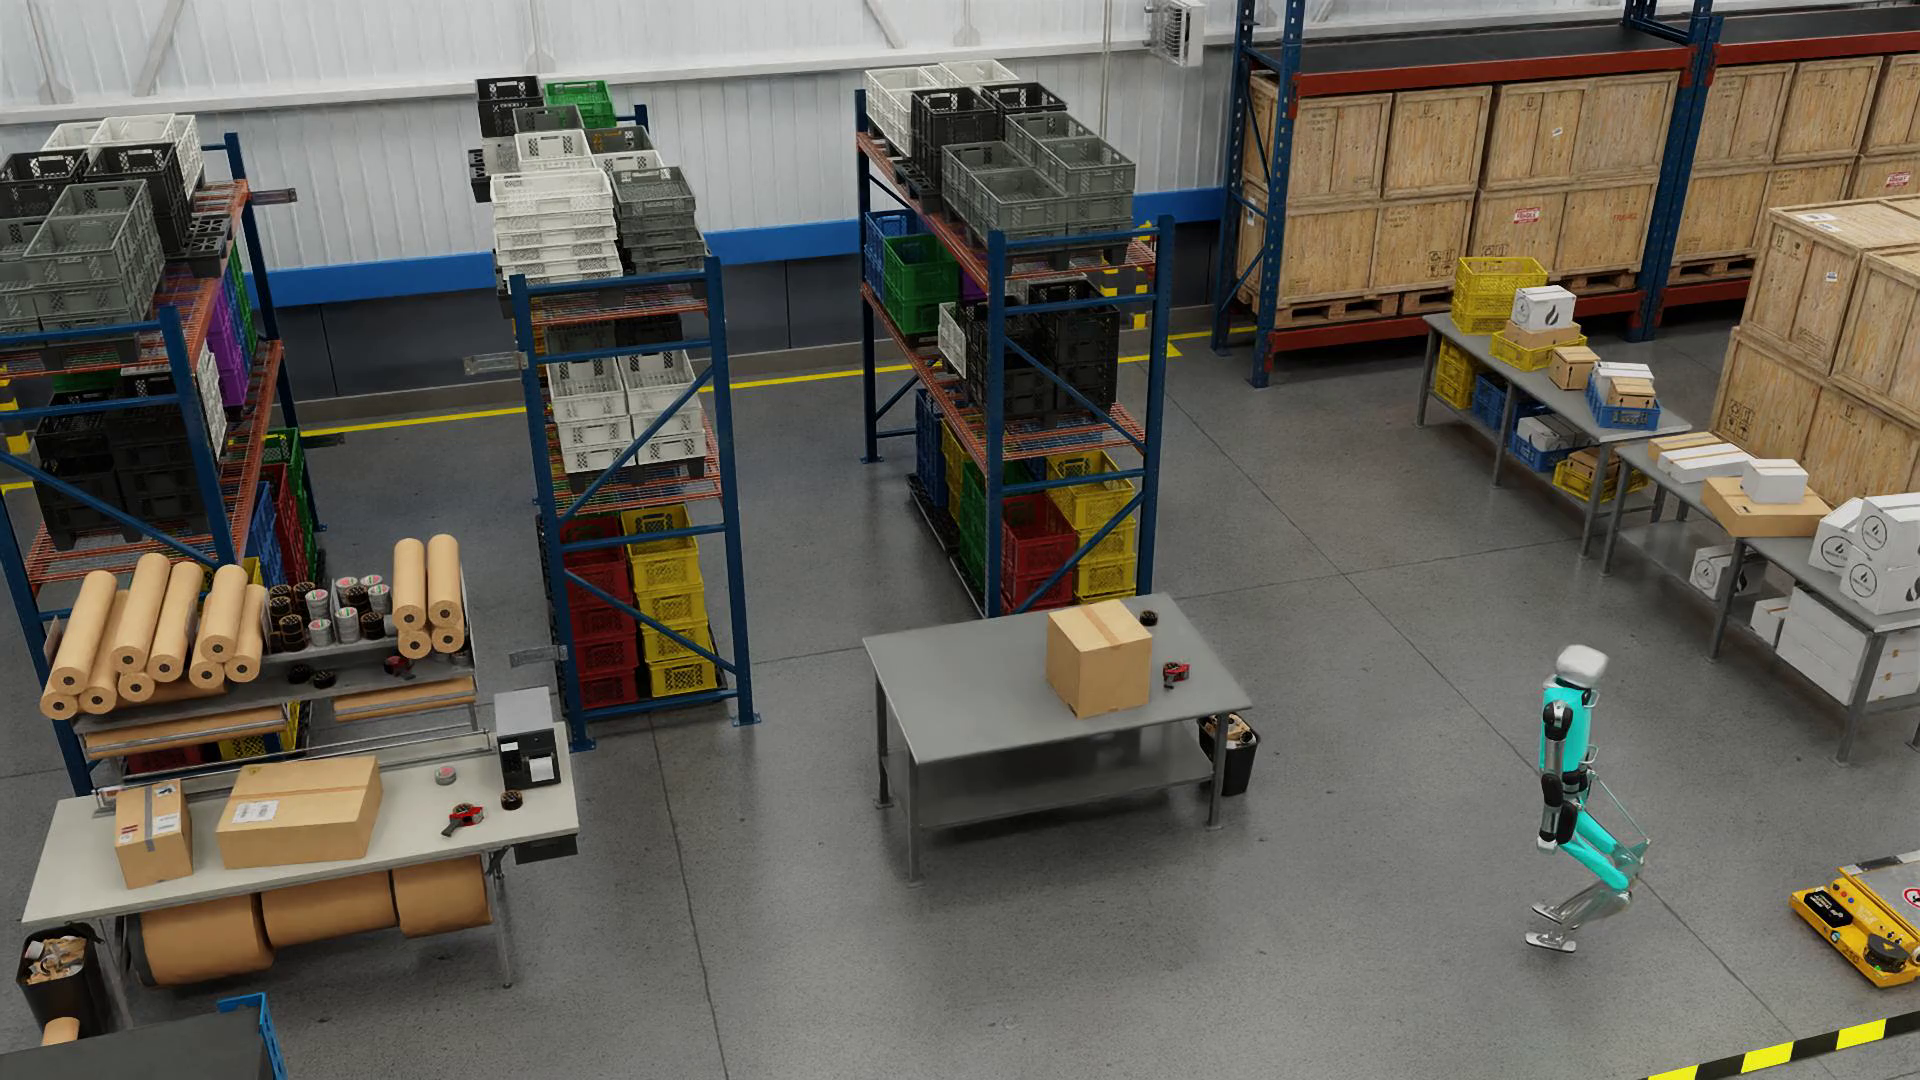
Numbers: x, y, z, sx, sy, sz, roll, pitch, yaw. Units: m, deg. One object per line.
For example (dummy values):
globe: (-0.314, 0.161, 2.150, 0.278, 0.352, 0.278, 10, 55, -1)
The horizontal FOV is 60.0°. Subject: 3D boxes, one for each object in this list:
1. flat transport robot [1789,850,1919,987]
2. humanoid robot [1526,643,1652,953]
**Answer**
flat transport robot: (5.163, 1.916, 8.676, 1.431, 0.231, 0.659, -8, 30, -14)
humanoid robot: (3.115, 1.317, 8.103, 0.735, 1.675, 0.533, 16, 32, 26)
